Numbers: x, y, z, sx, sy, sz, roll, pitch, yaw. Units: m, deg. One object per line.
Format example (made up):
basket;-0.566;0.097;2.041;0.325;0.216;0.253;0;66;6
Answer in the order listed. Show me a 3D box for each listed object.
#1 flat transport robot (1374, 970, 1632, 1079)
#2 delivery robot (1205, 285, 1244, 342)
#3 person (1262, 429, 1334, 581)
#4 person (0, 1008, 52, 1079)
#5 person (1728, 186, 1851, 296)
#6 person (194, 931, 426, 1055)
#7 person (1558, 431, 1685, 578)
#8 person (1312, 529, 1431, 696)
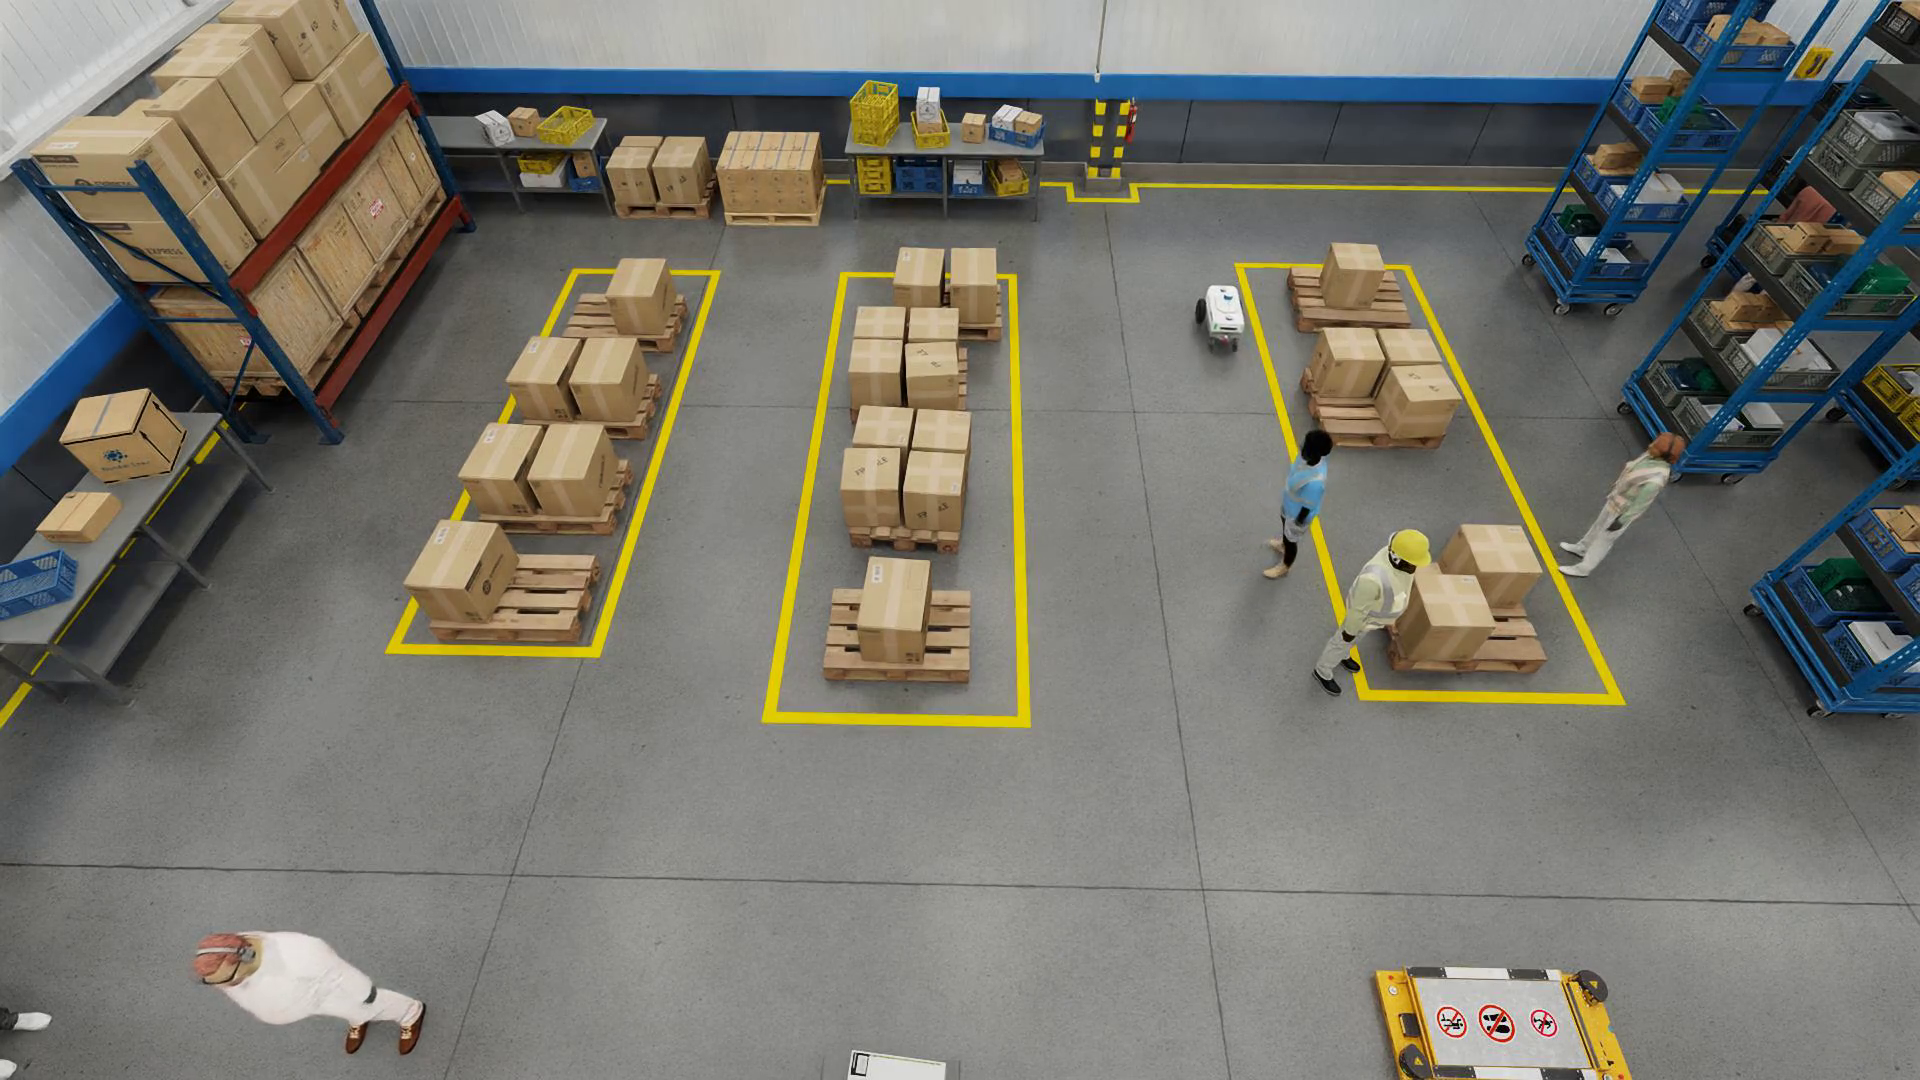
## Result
flat transport robot;3.501;3.133;5.914;1.431;0.197;0.652;1;51;1
delivery robot;2.978;-2.573;10.325;0.477;0.478;0.707;3;51;2
person;2.882;-0.308;7.813;0.321;1.693;0.541;6;51;5
person;-6.197;2.716;5.210;0.415;1.907;0.594;3;51;2
person;9.056;-3.160;9.951;0.412;1.982;0.622;-20;54;-16
person;-3.740;2.621;5.293;0.651;1.900;0.400;2;51;1
person;5.653;-0.293;7.830;0.310;1.636;0.523;21;54;16
person;3.156;0.537;7.030;0.601;1.831;0.404;-36;59;-26
